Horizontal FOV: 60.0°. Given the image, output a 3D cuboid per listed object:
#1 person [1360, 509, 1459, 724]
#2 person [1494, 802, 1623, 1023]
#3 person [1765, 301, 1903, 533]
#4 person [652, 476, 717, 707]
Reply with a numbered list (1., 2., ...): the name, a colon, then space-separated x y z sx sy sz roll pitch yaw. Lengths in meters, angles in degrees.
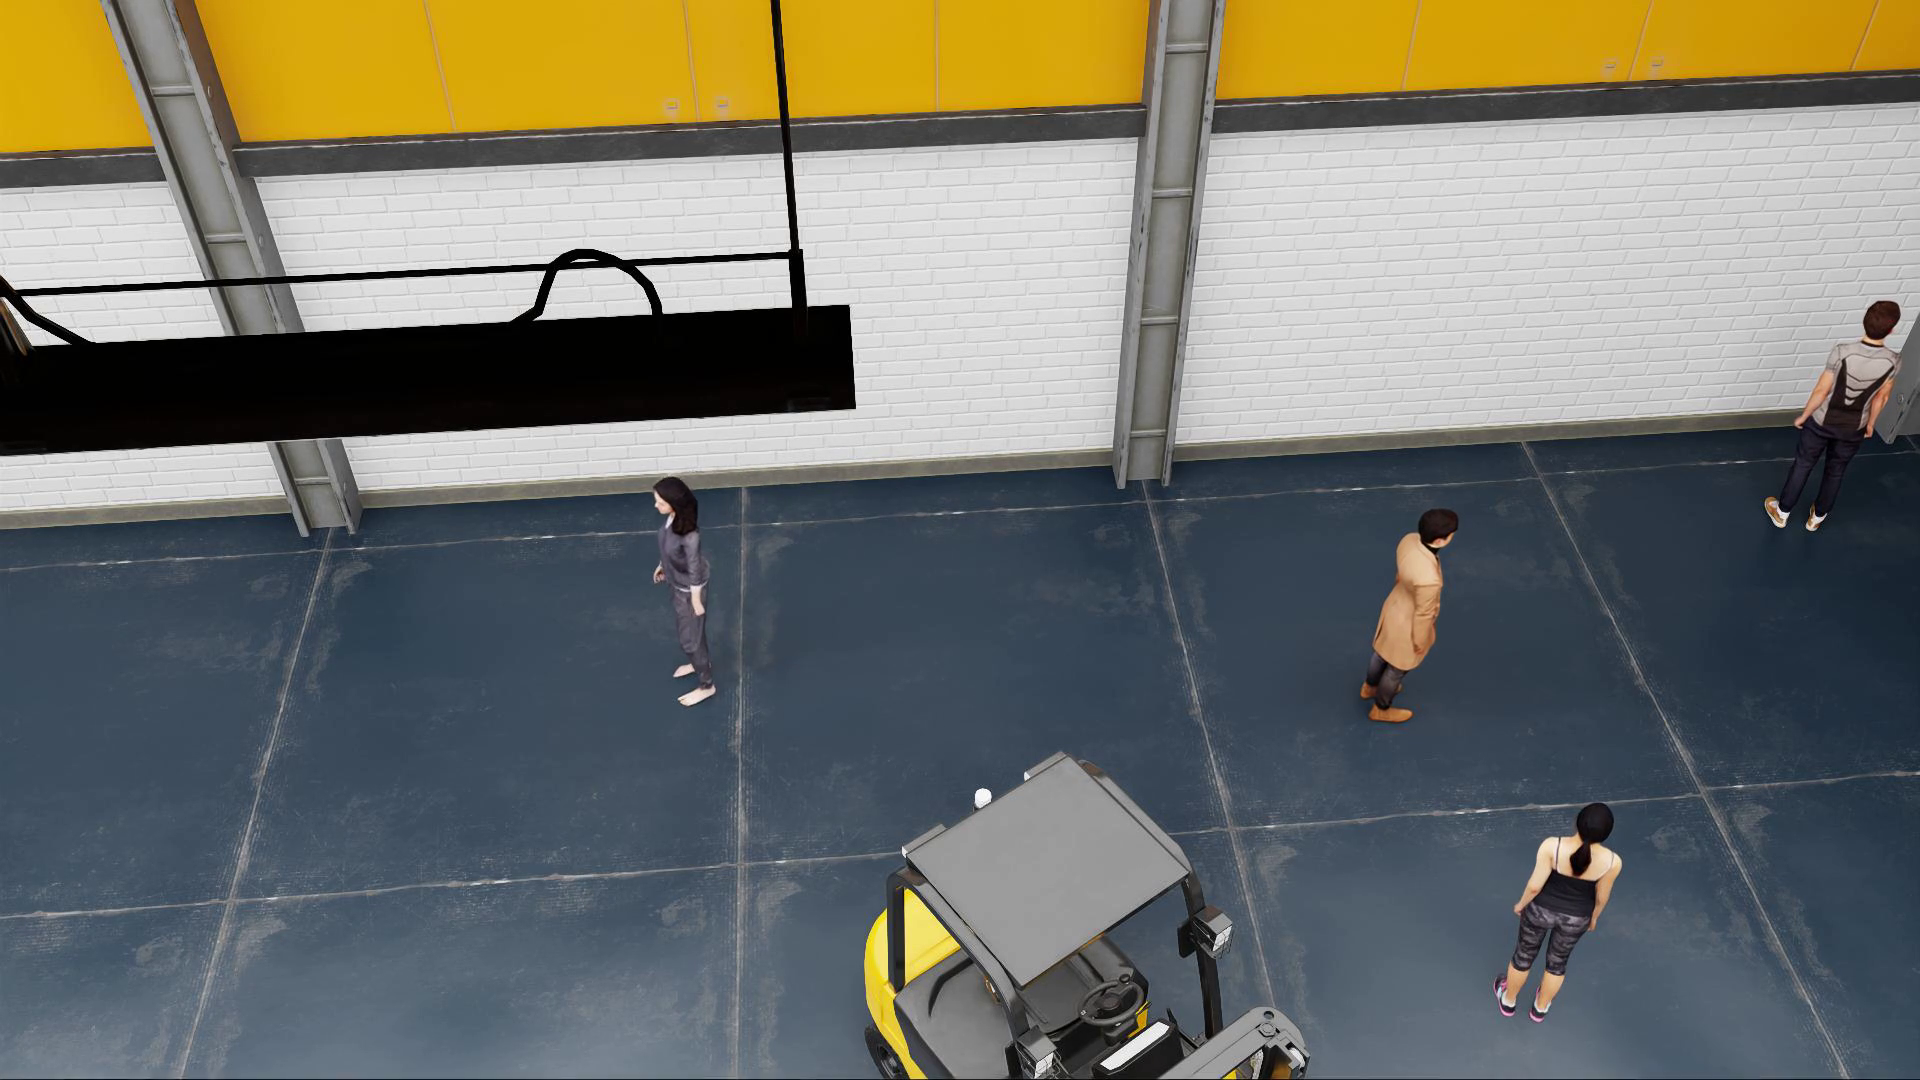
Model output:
1. person: 2.767 0.470 10.323 0.610 1.722 0.626 -2 44 -2
2. person: 3.140 1.963 8.751 0.581 1.728 0.704 11 45 11
3. person: 6.117 -0.844 11.578 0.610 1.893 0.783 11 45 11
4. person: -1.676 0.261 10.515 0.664 1.759 0.678 -14 45 -14
